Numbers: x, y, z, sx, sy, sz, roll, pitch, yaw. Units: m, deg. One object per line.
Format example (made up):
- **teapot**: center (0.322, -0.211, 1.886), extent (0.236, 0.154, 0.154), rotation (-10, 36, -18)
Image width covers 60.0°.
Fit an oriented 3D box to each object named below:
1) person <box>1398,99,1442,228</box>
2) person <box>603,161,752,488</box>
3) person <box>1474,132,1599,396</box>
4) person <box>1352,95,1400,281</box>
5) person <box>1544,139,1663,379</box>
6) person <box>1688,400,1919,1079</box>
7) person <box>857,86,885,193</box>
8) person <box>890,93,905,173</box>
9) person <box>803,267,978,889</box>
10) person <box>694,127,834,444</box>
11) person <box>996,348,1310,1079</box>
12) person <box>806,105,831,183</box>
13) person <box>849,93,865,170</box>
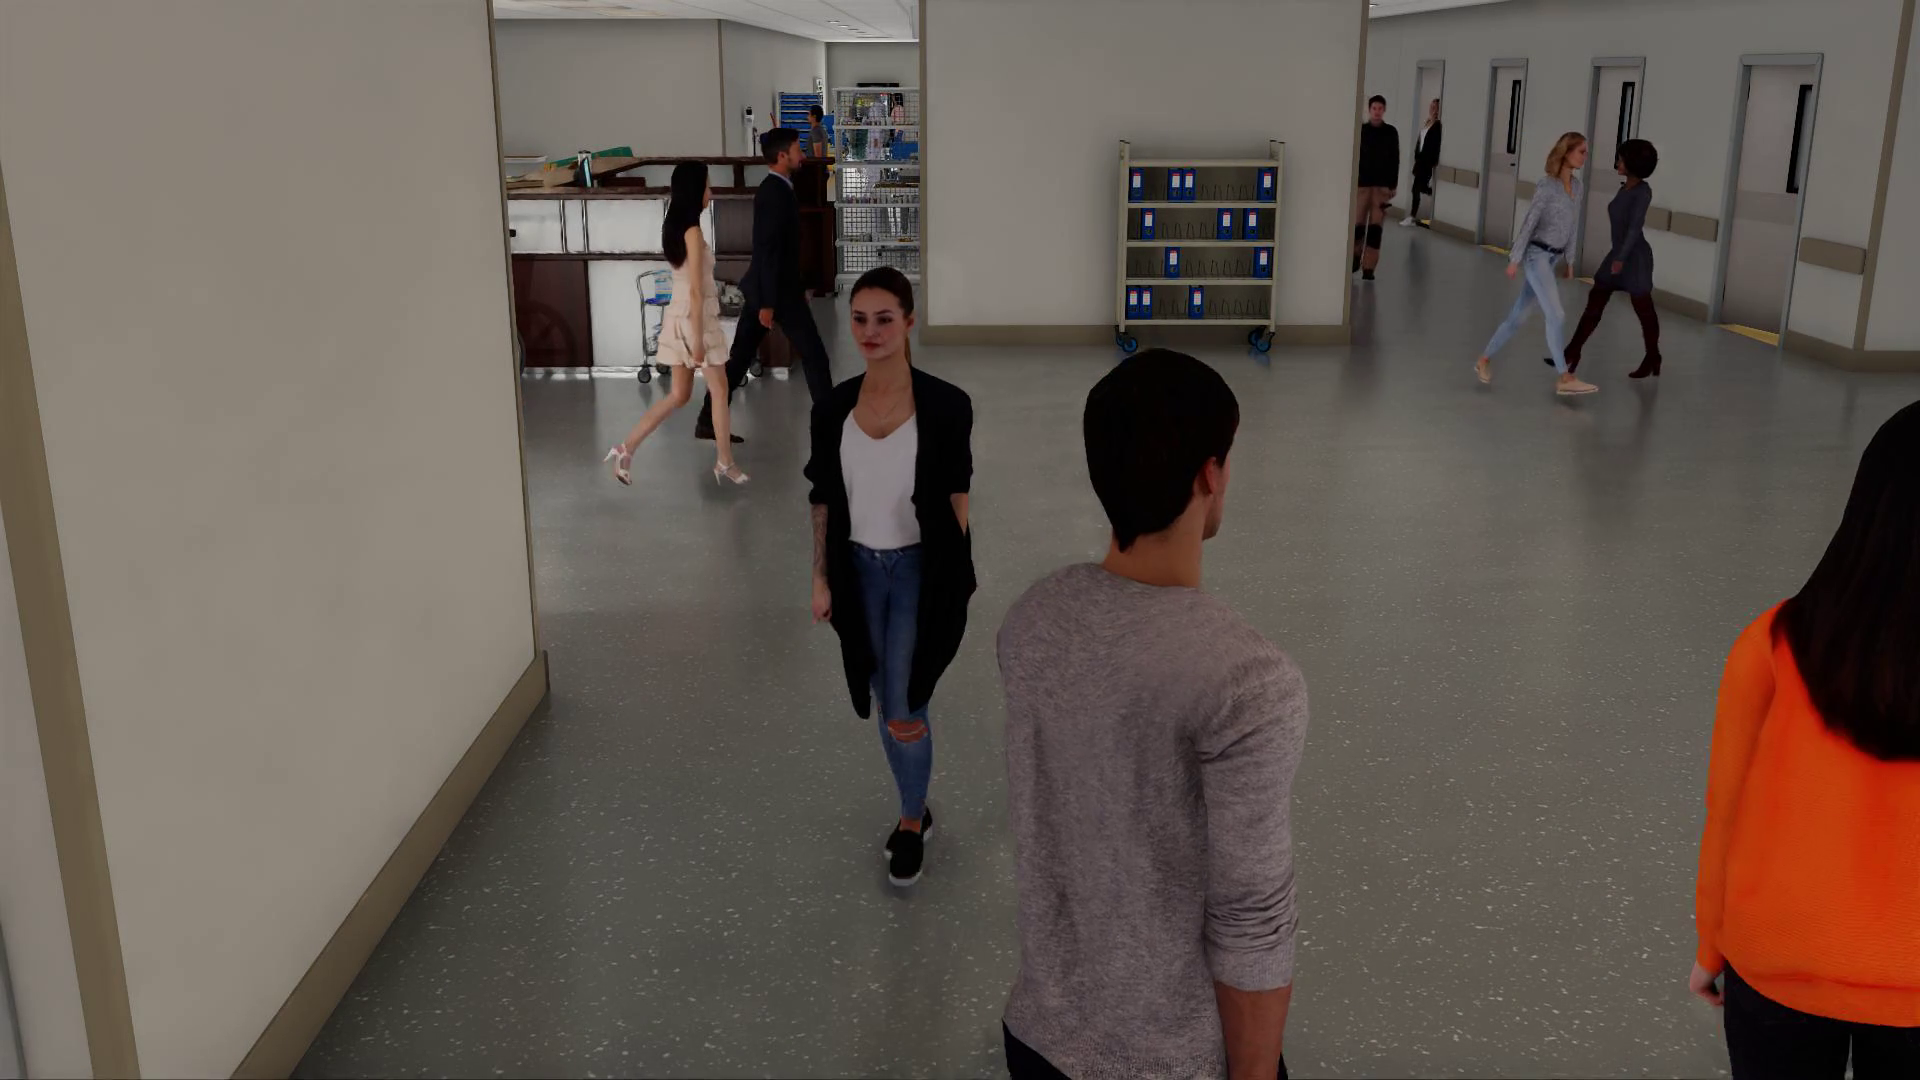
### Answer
- **person**: center (6.664, -5.284, 23.457), extent (1.071, 1.765, 0.617), rotation (1, 16, 2)
- **person**: center (-1.472, -1.041, 8.519), extent (1.125, 1.702, 0.925), rotation (-9, 18, -28)
- **person**: center (3.884, -1.853, 11.337), extent (1.180, 1.736, 1.172), rotation (-10, 18, -31)
- **person**: center (4.389, -3.740, 17.705), extent (0.795, 1.914, 0.800), rotation (2, 16, 7)
- **person**: center (4.822, -1.947, 11.788), extent (1.043, 1.673, 0.627), rotation (-1, 16, -3)
- **person**: center (1.285, 0.676, 2.365), extent (0.736, 1.737, 0.782), rotation (5, 16, 17)
- **person**: center (-1.561, -7.328, 30.477), extent (1.071, 1.890, 0.957), rotation (-3, 16, -11)
- **person**: center (-1.333, -8.800, 35.919), extent (0.534, 1.769, 0.635), rotation (1, 16, 2)
- **person**: center (-0.151, 0.089, 4.581), extent (0.731, 1.666, 0.797), rotation (5, 16, 17)
- **person**: center (-1.149, -1.378, 9.514), extent (1.350, 1.812, 0.919), rotation (-5, 16, -17)
- **person**: center (0.167, 0.689, 2.176), extent (1.088, 1.816, 1.004), rotation (-13, 20, -38)
- **person**: center (-1.818, -4.687, 21.357), extent (0.537, 1.754, 0.614), rotation (1, 16, 2)
- **person**: center (-2.134, -8.594, 35.267), extent (0.795, 1.727, 0.659), rotation (0, 16, -1)
